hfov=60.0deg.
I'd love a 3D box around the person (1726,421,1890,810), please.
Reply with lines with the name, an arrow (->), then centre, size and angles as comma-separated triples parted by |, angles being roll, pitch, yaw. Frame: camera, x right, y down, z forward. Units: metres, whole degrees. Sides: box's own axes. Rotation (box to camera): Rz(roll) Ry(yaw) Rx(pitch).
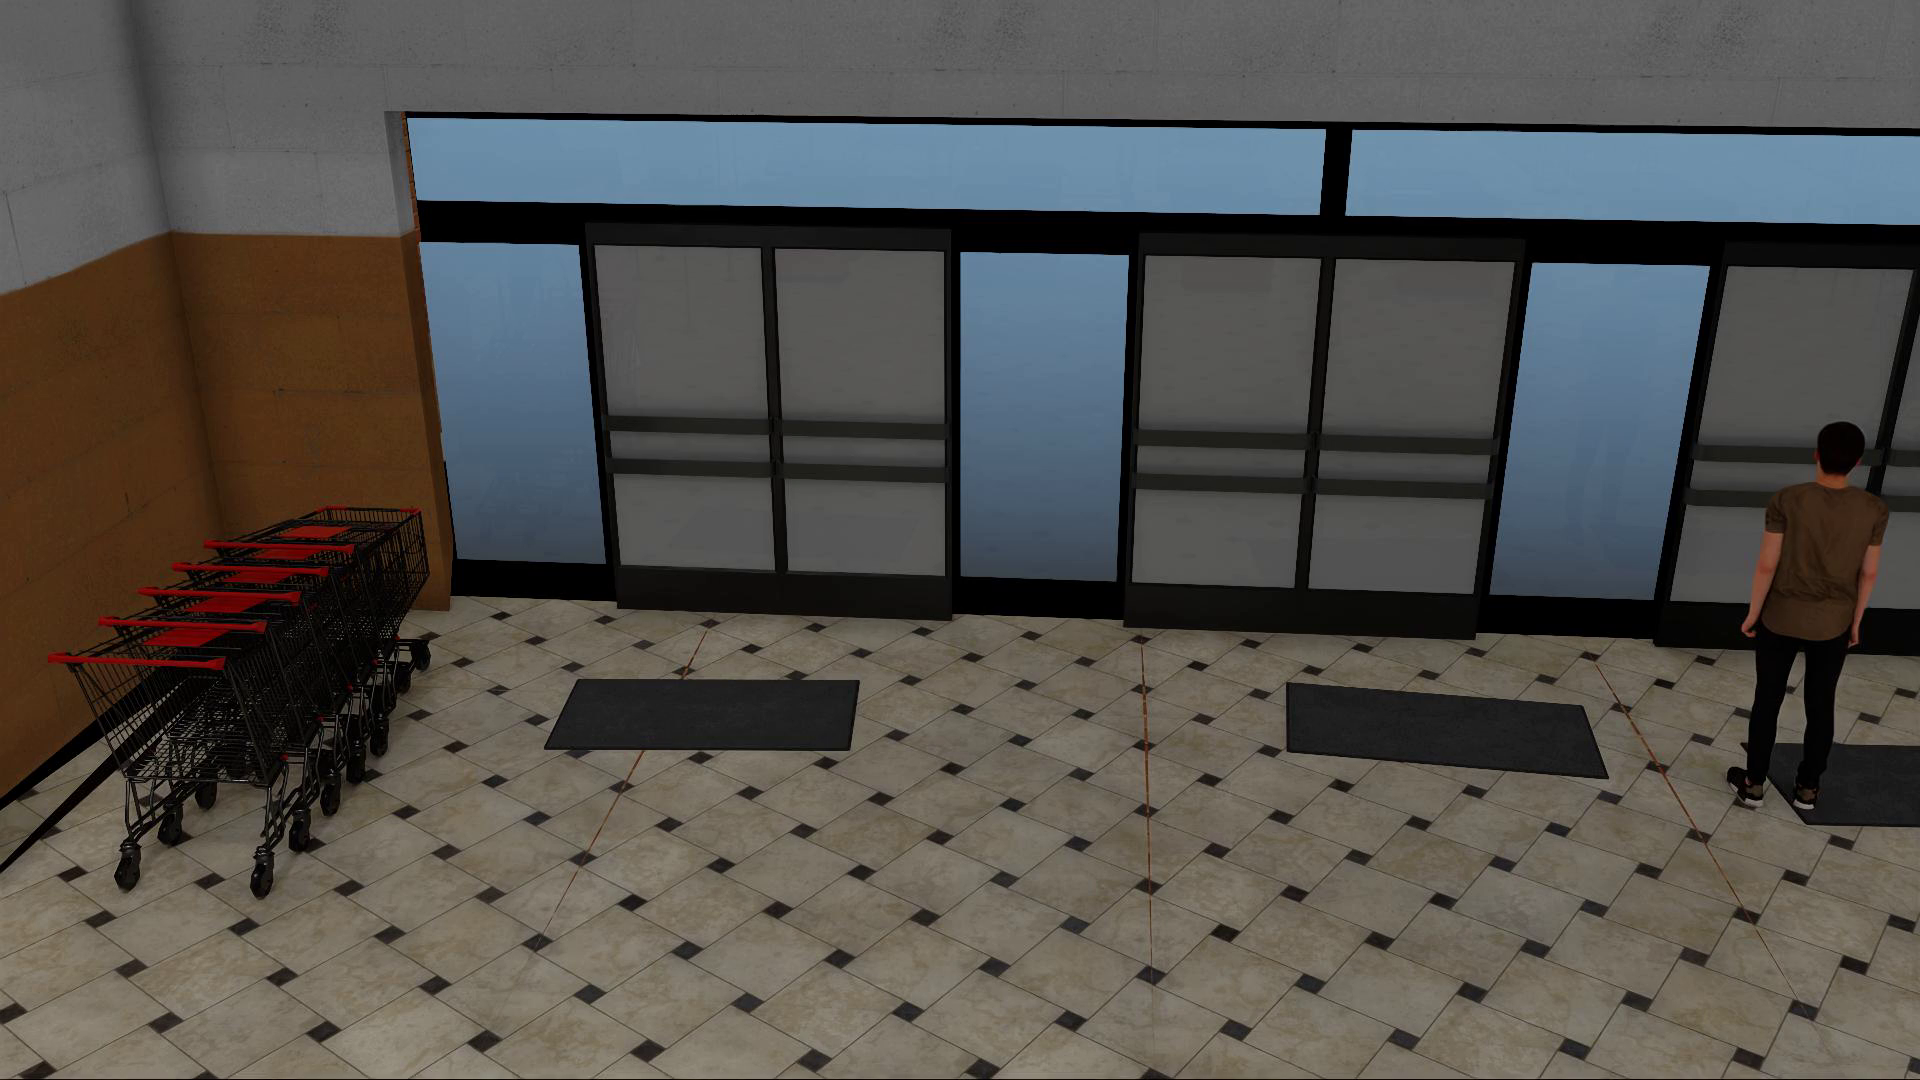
person -> 3.846, 0.351, 7.558 | 0.696, 1.851, 0.629 | 6, 23, 14
